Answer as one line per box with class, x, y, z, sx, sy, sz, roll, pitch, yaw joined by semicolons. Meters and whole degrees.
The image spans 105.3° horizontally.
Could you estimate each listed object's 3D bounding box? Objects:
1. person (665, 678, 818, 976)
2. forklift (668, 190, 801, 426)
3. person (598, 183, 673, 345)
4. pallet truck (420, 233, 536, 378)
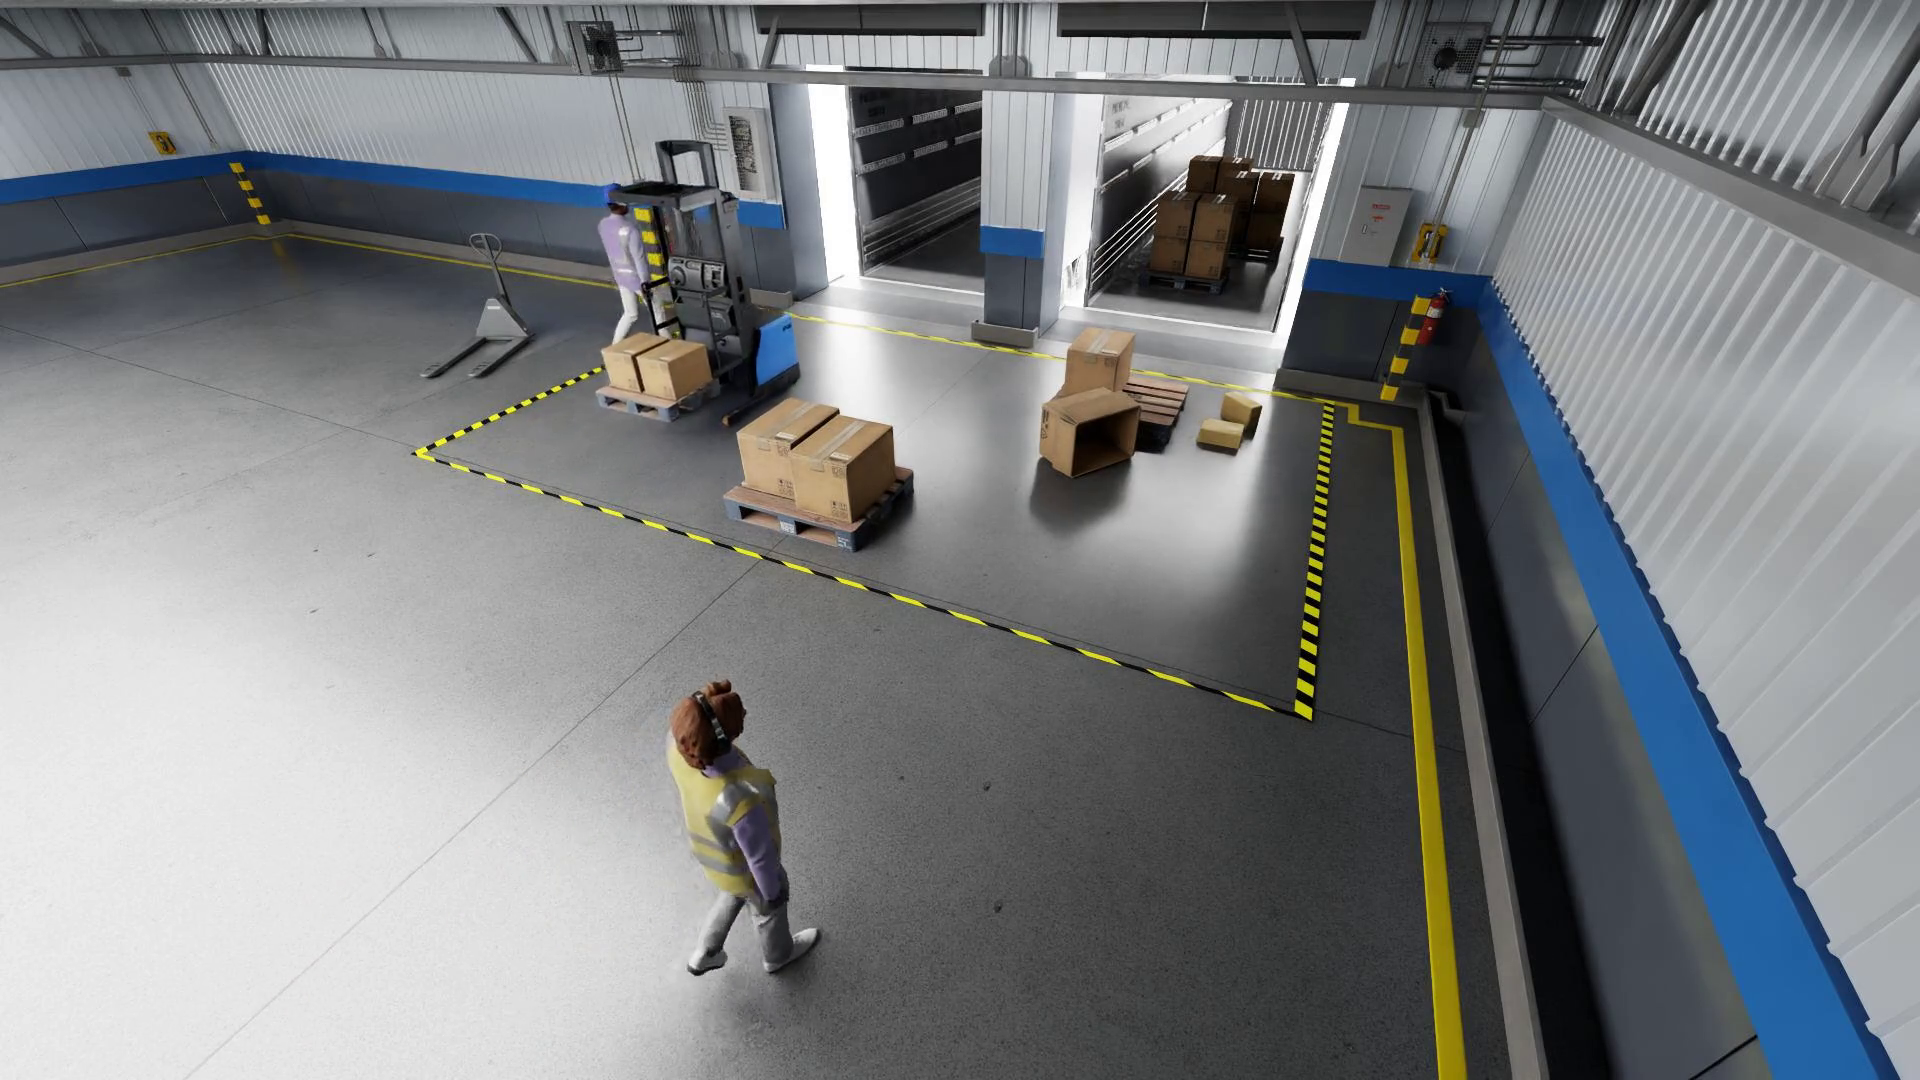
person;-0.842;1.157;2.654;0.518;1.629;0.499;29;44;34
forklift;-2.257;-2.450;7.369;0.716;2.013;0.776;15;38;20
person;-3.647;-2.875;8.080;0.616;1.912;0.930;19;39;24
pallet truck;-5.664;-2.712;8.427;0.680;1.201;1.601;0;35;-1
